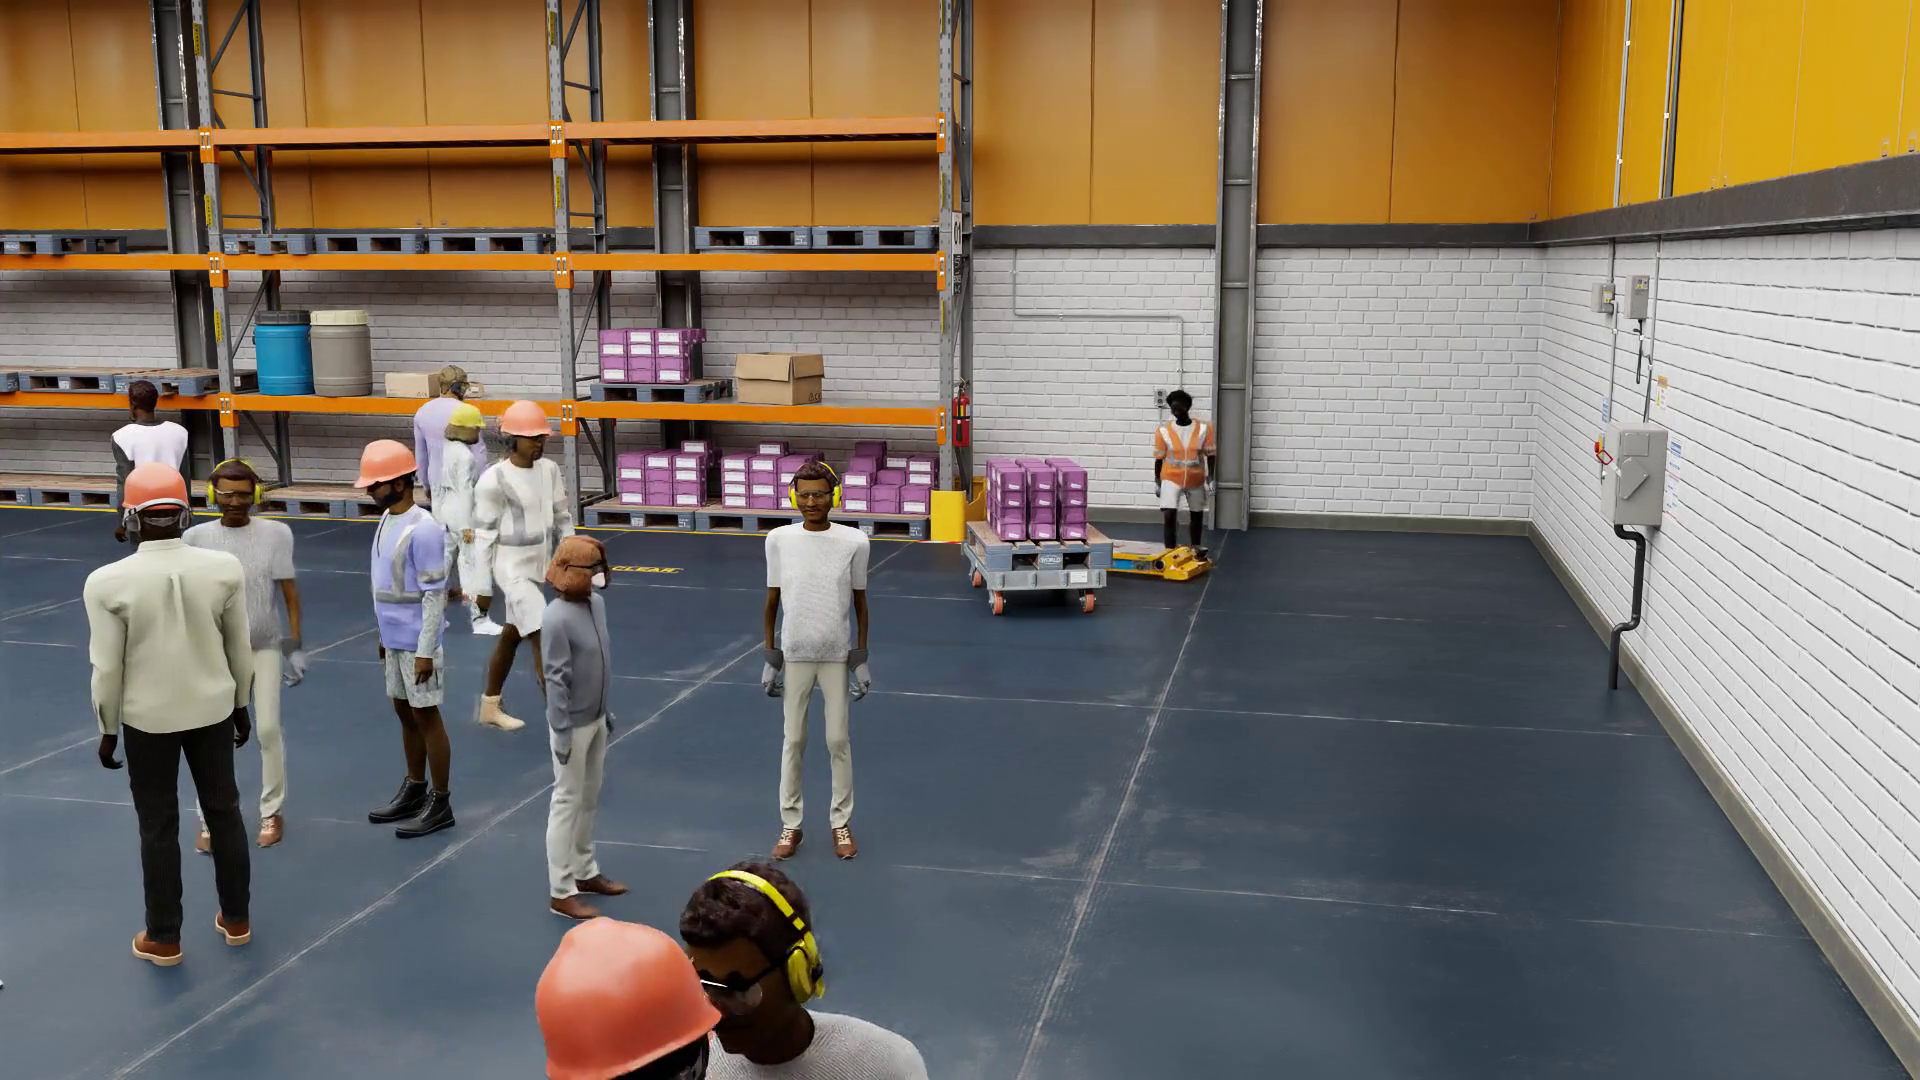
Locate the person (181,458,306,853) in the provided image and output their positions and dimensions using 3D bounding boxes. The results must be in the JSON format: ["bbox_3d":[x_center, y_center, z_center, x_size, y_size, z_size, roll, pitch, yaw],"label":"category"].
[{"bbox_3d":[-3.388,0.541,7.862,0.517,1.855,0.435,-5,11,-25],"label":"person"}]

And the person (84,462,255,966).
[{"bbox_3d":[-3.109,0.683,6.594,0.609,1.995,0.376,-9,13,-43],"label":"person"}]

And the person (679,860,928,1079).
[{"bbox_3d":[-0.281,1.405,2.860,0.529,1.826,0.660,1,10,3],"label":"person"}]

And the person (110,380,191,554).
[{"bbox_3d":[-5.814,-0.193,12.013,0.377,1.915,0.599,5,11,26],"label":"person"}]

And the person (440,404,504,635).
[{"bbox_3d":[-3.721,-0.145,12.346,0.504,1.711,0.547,-6,11,-33],"label":"person"}]

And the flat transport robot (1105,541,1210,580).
[{"bbox_3d":[1.450,0.152,14.838,1.431,0.197,0.652,4,11,25],"label":"flat transport robot"}]

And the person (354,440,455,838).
[{"bbox_3d":[-2.689,0.473,8.041,0.374,1.927,0.543,-8,13,-40],"label":"person"}]

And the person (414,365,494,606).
[{"bbox_3d":[-4.080,-0.437,13.407,0.634,1.933,0.352,4,10,21],"label":"person"}]

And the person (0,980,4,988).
[{"bbox_3d":[-3.827,0.940,6.124,0.309,1.641,0.513,2,10,14],"label":"person"}]

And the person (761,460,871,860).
[{"bbox_3d":[-0.668,0.561,7.719,0.512,1.862,0.328,0,10,-2],"label":"person"}]

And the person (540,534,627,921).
[{"bbox_3d":[-1.613,0.780,7.087,0.265,1.631,0.507,2,10,11],"label":"person"}]

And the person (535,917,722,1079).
[{"bbox_3d":[-0.363,1.480,2.180,0.563,1.901,0.737,-1,10,-4],"label":"person"}]

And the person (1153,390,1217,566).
[{"bbox_3d":[2.007,-0.536,14.845,0.587,1.652,0.714,0,10,1],"label":"person"}]

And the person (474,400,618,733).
[{"bbox_3d":[-2.423,0.190,9.566,1.077,1.975,0.614,4,10,22],"label":"person"}]
